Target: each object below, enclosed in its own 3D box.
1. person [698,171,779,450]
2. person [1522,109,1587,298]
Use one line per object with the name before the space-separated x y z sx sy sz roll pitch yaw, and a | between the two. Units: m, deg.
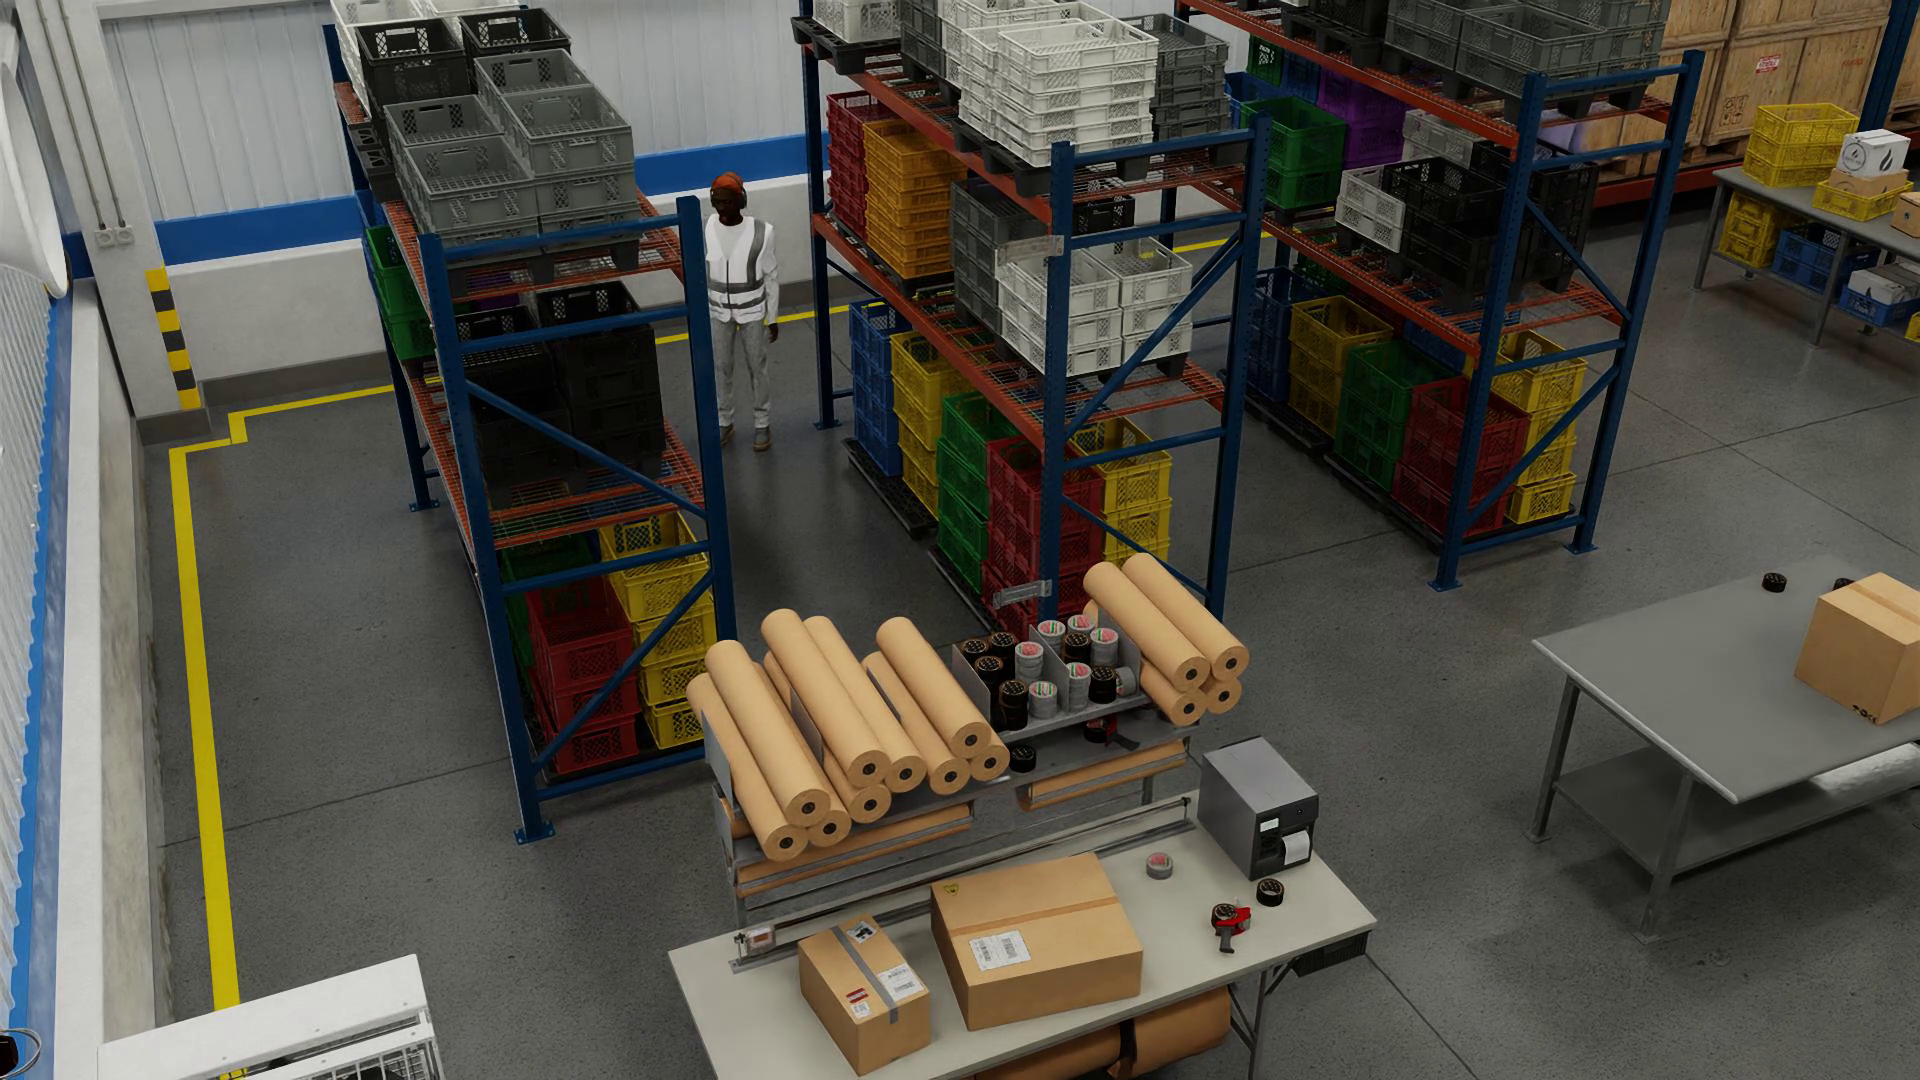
person | -1.454 -1.472 10.809 0.573 1.883 0.354 4 32 6
person | 4.525 -2.931 13.159 0.636 1.897 0.908 -17 36 -26
